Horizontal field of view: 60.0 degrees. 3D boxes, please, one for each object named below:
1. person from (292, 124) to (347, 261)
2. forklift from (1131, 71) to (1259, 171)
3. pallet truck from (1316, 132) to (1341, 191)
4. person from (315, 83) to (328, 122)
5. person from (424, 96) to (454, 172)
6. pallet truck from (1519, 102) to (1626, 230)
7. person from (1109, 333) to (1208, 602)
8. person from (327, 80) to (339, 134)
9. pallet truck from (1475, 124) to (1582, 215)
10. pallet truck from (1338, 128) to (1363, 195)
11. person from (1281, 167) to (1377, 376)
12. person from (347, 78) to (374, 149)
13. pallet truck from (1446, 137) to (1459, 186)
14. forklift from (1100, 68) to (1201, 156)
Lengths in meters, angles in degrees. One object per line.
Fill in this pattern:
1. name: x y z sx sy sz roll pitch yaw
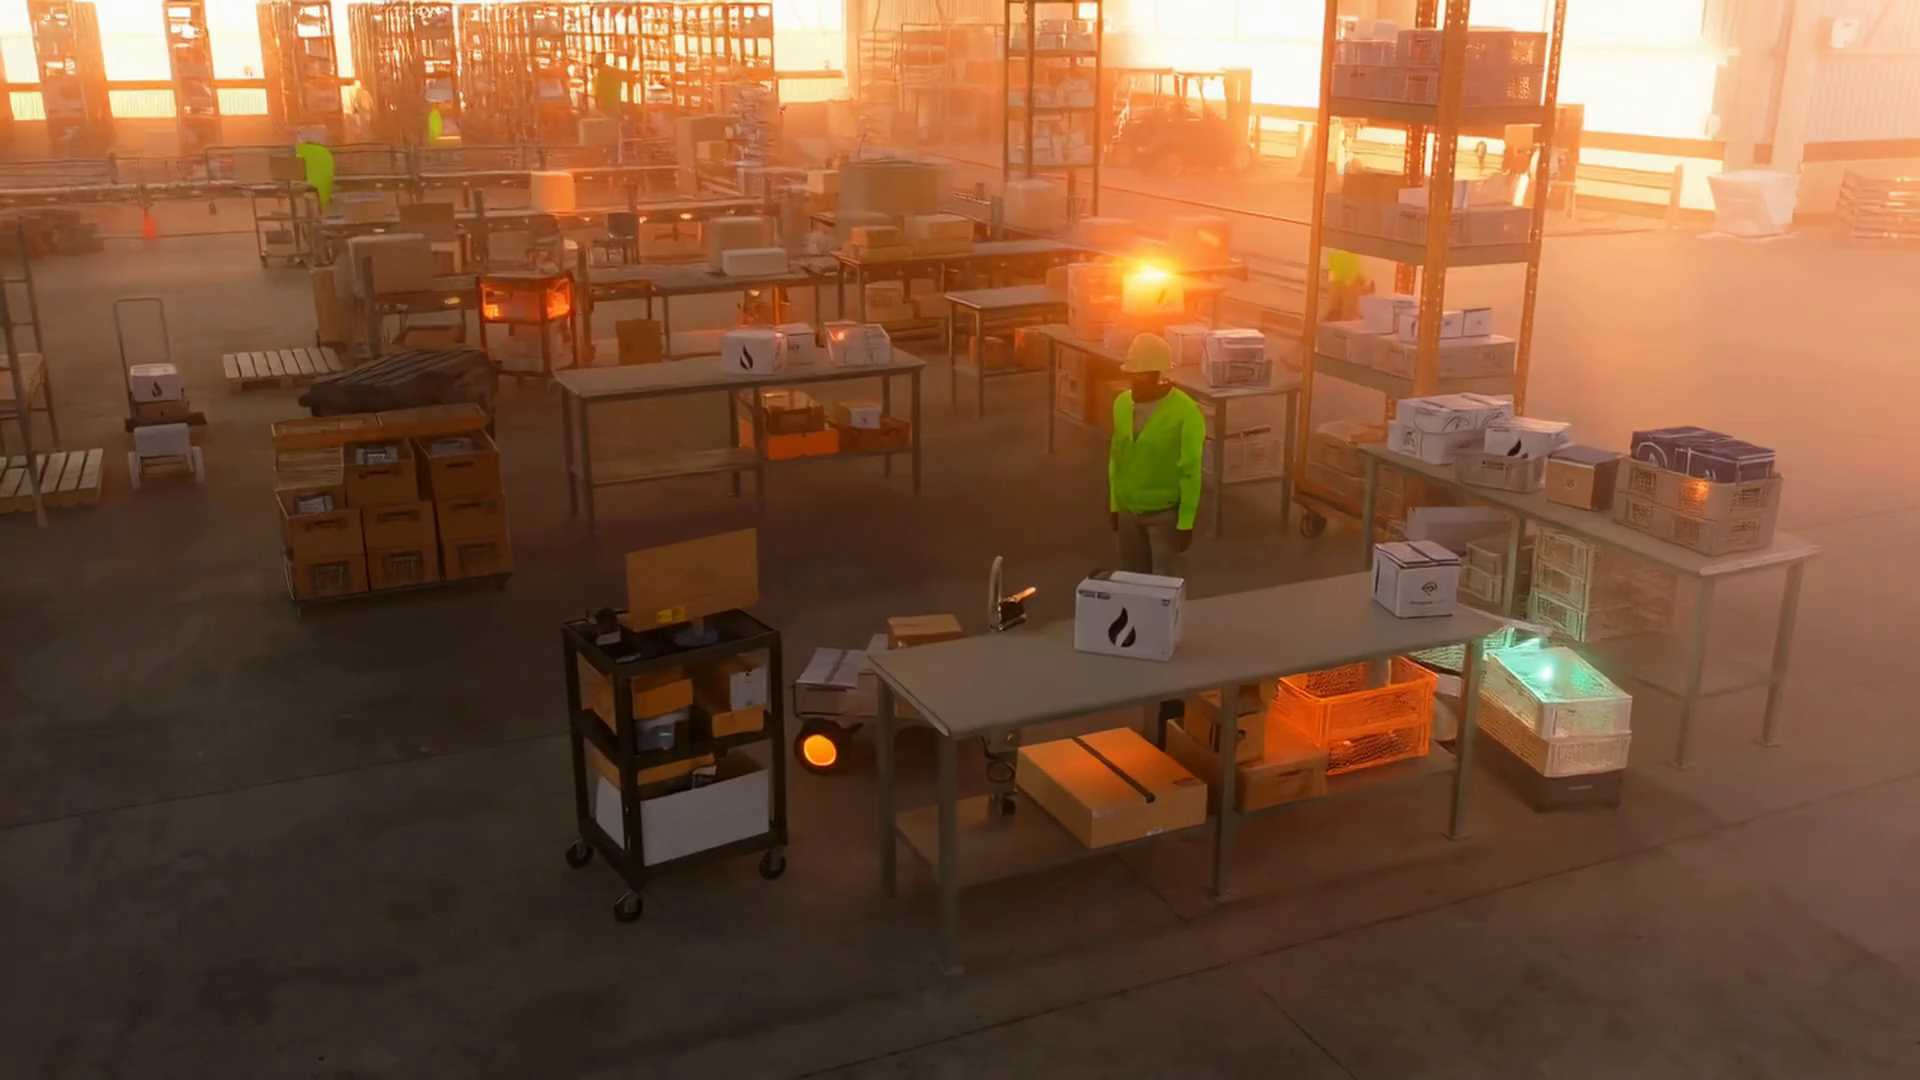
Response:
1. person: -8.994 -4.861 23.298 0.909 1.882 0.657 8 19 22
2. forklift: 4.998 -8.936 35.413 2.680 1.987 1.157 -9 20 -25
3. pallet truck: 7.723 -7.504 32.656 1.601 1.201 0.680 -8 19 -23
4. person: -16.814 -11.389 43.917 0.626 1.821 0.609 -6 19 -18
5. person: -10.580 -8.134 33.847 0.901 1.722 0.526 -5 18 -17
6. pallet truck: 9.972 -6.037 26.785 1.885 1.965 0.823 -9 20 -25
7. person: 0.984 -0.169 8.597 0.403 1.822 0.596 -15 23 -40
8. person: -17.691 -12.393 46.810 0.375 1.997 0.612 -15 23 -39
9. pallet truck: 9.707 -6.455 28.103 1.885 1.965 0.823 -7 19 -20
10. pallet truck: 7.845 -7.140 31.411 1.522 1.261 0.704 -9 20 -25
11. person: 3.601 -2.519 15.752 1.053 1.970 0.645 2 18 6
12. person: -14.801 -10.488 41.097 0.632 1.813 0.476 -5 18 -14
13. pallet truck: 9.184 -6.485 29.328 1.630 1.274 0.653 -8 19 -23
14. forklift: 4.082 -9.564 37.410 2.680 1.987 1.157 -8 19 -23
